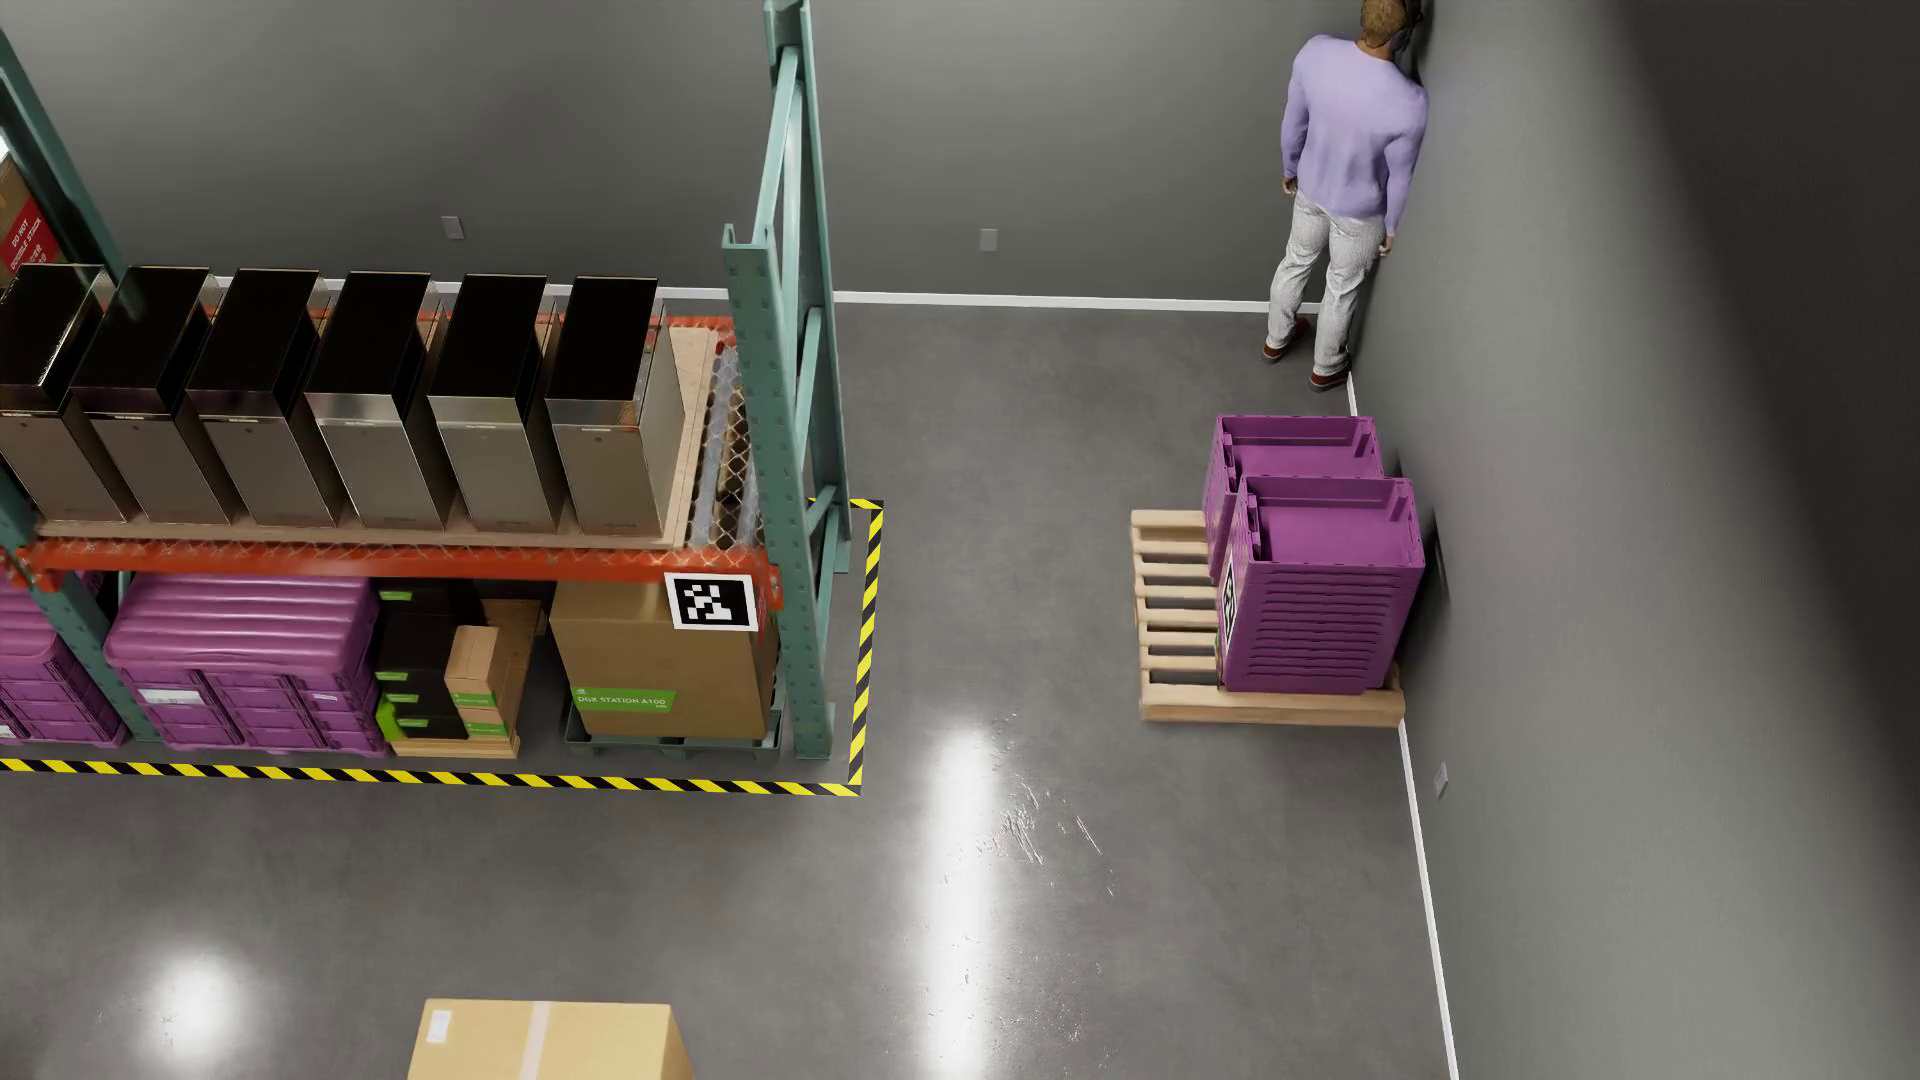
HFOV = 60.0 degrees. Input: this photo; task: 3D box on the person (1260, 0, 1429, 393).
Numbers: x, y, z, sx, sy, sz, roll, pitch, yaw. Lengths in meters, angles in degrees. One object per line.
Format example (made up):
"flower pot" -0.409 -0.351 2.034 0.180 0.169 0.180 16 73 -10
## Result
"person" 1.569 -1.412 6.804 0.354 1.937 0.635 -37 61 -25
